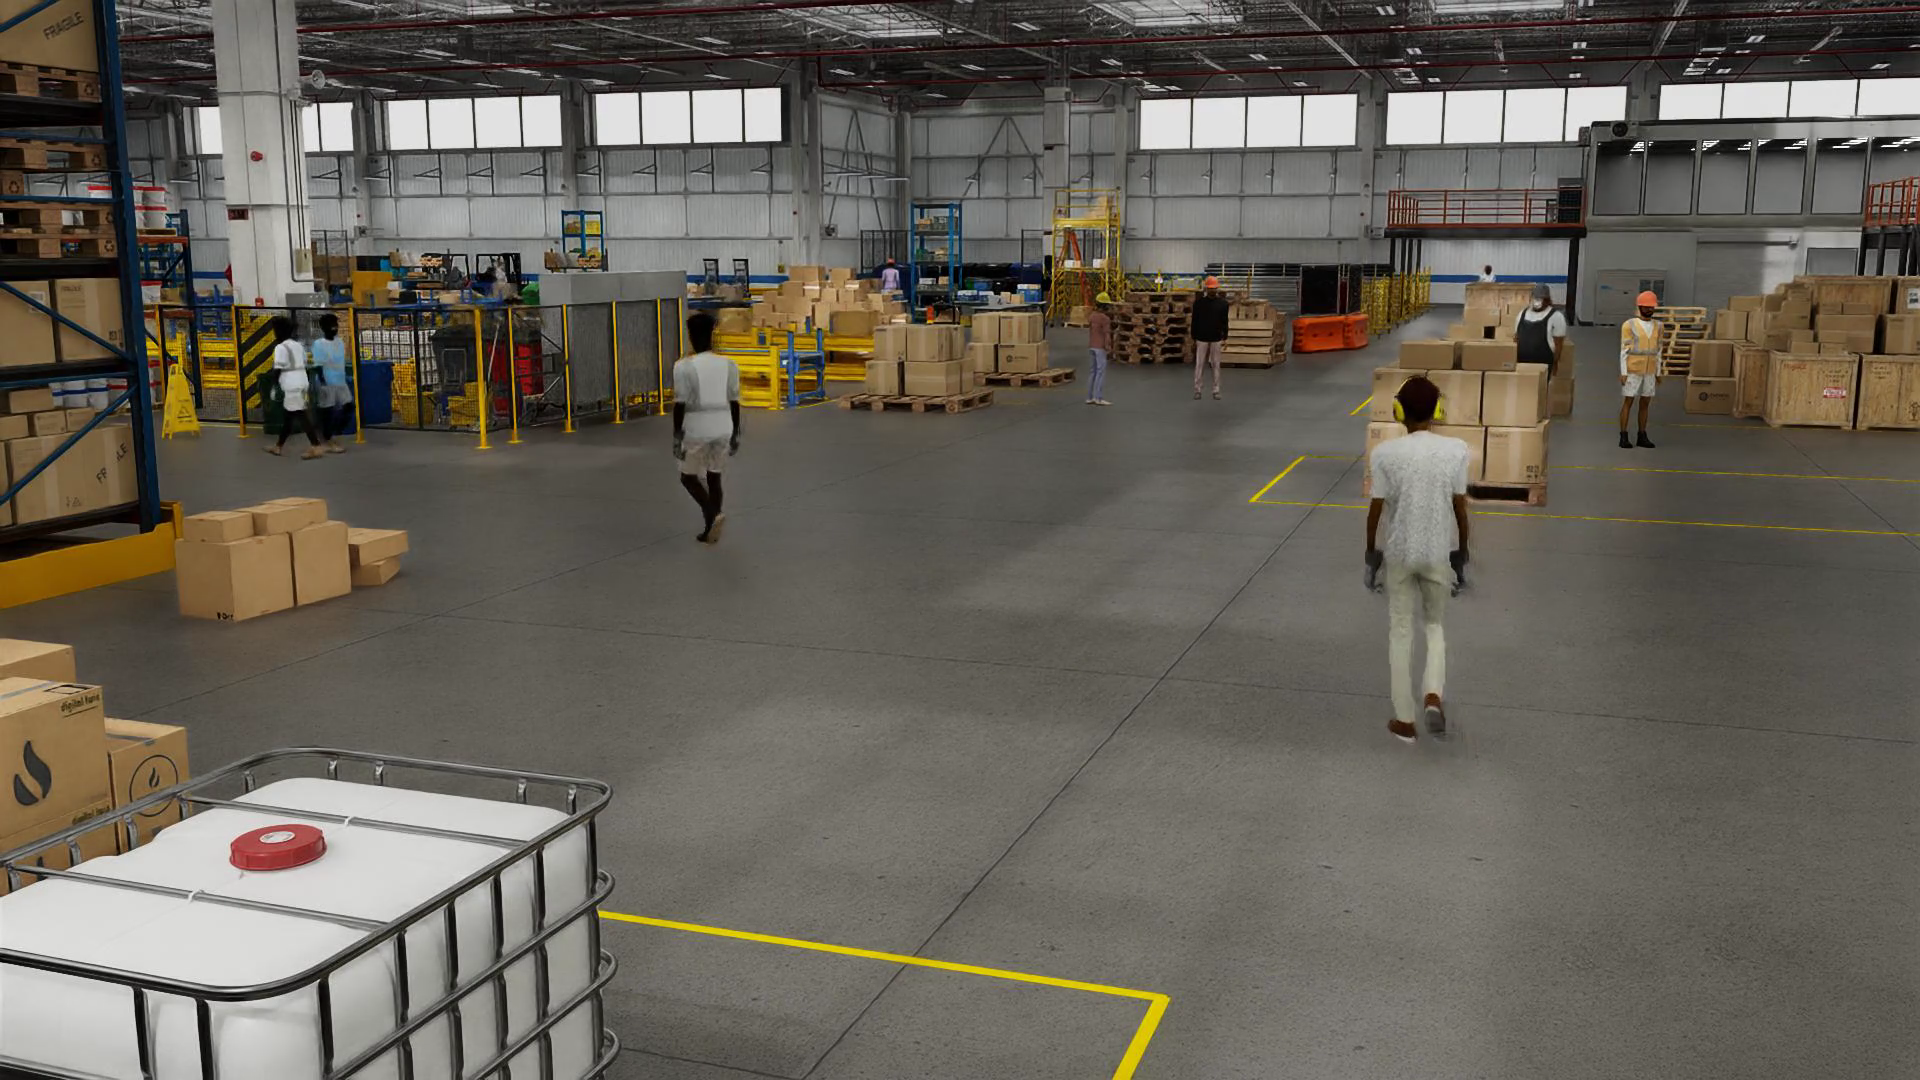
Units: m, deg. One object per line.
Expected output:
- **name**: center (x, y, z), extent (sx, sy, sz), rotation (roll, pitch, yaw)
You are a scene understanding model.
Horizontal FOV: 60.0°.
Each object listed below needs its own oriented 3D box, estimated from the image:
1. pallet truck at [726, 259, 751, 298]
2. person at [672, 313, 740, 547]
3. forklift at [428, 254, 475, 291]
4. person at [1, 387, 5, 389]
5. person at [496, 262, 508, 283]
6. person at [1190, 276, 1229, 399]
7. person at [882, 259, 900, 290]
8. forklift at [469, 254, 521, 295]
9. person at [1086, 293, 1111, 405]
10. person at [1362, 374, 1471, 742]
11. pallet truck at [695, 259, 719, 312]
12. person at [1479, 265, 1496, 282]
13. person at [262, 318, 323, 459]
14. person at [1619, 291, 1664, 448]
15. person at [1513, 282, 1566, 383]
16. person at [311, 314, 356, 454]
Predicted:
- **pallet truck**: center (-7.986, -9.493, 62.019), extent (0.823, 1.965, 1.885), rotation (3, 11, 17)
- **person**: center (-2.064, -0.882, 13.665), extent (0.634, 1.942, 0.559), rotation (-7, 12, -35)
- **forklift**: center (-20.133, -10.254, 65.465), extent (1.157, 1.987, 2.680), rotation (3, 11, 19)
- **person**: center (-12.250, -2.073, 20.781), extent (0.866, 1.791, 0.625), rotation (3, 11, 17)
- **person**: center (-16.883, -9.263, 61.063), extent (0.822, 1.883, 0.650), rotation (-3, 11, -18)
- **person**: center (4.048, -3.271, 26.993), extent (0.612, 1.993, 0.386), rotation (1, 10, 4)
- **person**: center (-2.436, -8.906, 58.744), extent (0.625, 1.990, 1.077), rotation (1, 10, 4)
- **forklift**: center (-17.990, -10.121, 64.684), extent (1.157, 1.987, 2.680), rotation (3, 11, 17)
- **person**: center (2.198, -2.985, 26.051), extent (0.330, 1.761, 0.526), rotation (-5, 11, -27)
- **person**: center (2.297, 0.098, 8.380), extent (0.525, 1.858, 0.405), rotation (0, 10, 3)
- **pallet truck**: center (-9.165, -9.627, 62.776), extent (0.823, 1.965, 1.885), rotation (4, 11, 23)
- **person**: center (17.374, -8.149, 54.892), extent (0.589, 1.849, 0.942), rotation (-3, 10, -16)
- **person**: center (-7.879, -1.773, 19.500), extent (0.878, 1.634, 0.599), rotation (1, 10, 6)
- **person**: center (8.408, -2.093, 20.512), extent (0.544, 1.939, 0.355), rotation (-2, 10, -8)
- **person**: center (7.611, -2.402, 21.965), extent (0.619, 2.000, 0.697), rotation (-9, 14, -42)
- **person**: center (-7.506, -1.868, 19.943), extent (0.396, 1.682, 0.557), rotation (3, 11, 19)
